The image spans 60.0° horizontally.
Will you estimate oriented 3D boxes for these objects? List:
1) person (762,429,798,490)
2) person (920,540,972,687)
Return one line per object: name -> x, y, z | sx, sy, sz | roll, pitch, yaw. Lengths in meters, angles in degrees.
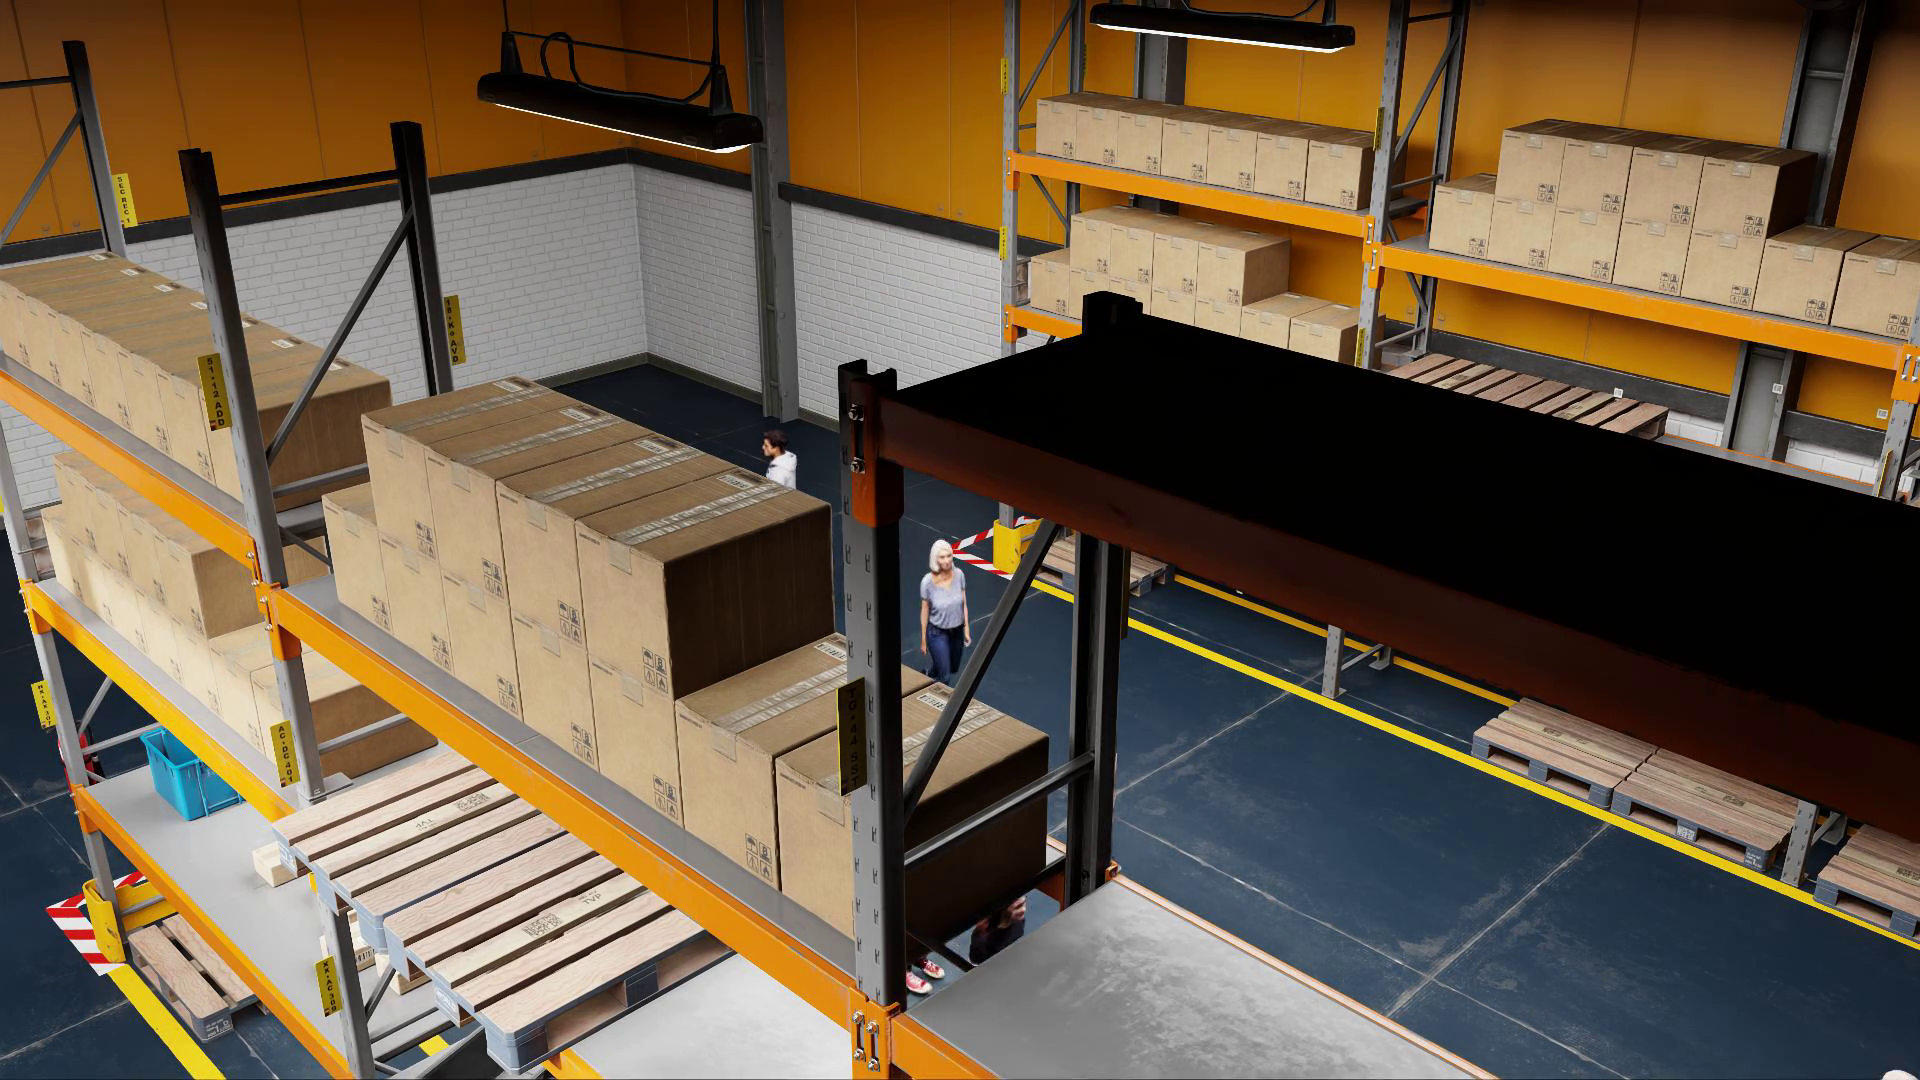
person -> -1.629, -0.141, 16.021 | 1.210, 1.885, 1.177 | -1, 24, -3
person -> -0.162, 0.765, 14.170 | 0.742, 1.707, 1.040 | -13, 27, -27
